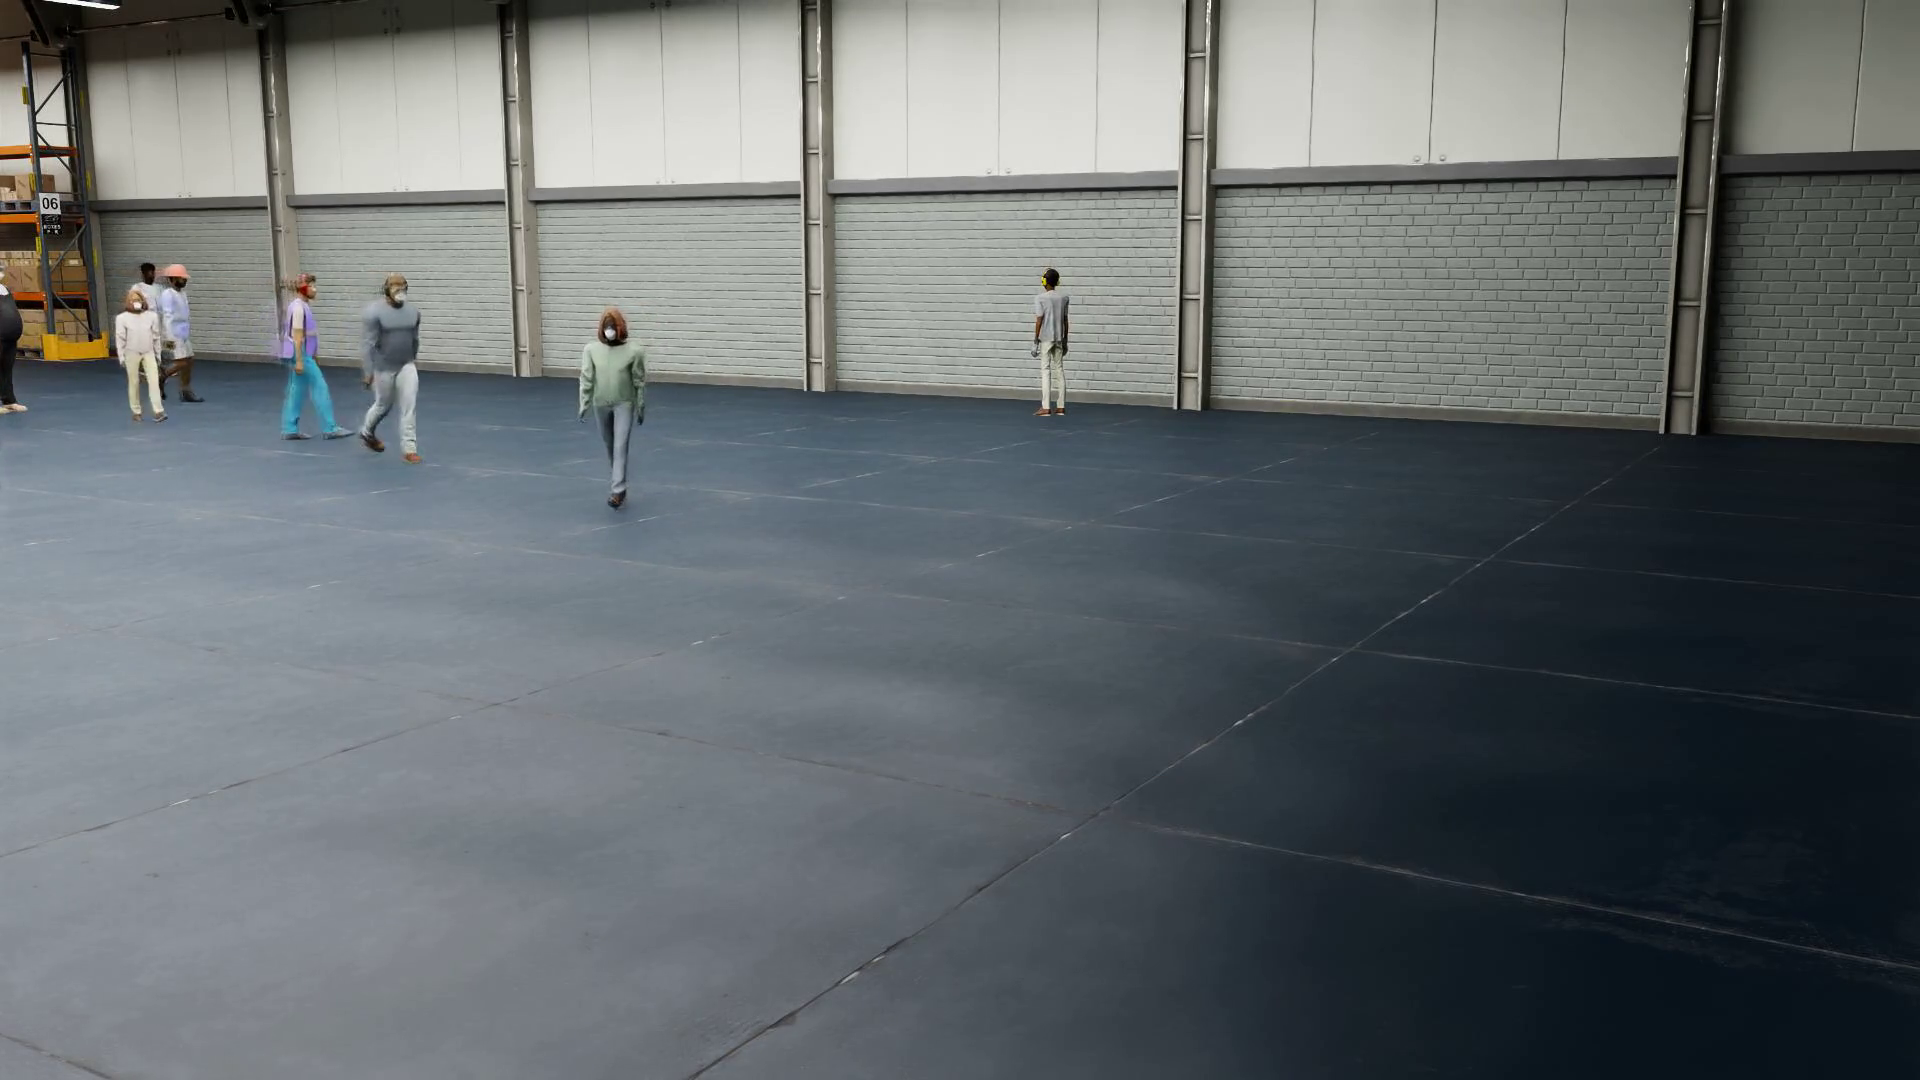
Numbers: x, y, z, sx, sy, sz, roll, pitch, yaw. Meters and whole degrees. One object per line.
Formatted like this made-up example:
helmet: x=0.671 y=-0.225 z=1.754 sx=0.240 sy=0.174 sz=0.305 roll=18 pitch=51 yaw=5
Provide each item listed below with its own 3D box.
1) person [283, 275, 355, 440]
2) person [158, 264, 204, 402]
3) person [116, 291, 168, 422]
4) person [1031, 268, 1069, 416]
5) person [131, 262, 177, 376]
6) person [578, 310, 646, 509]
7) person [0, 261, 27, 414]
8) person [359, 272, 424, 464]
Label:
person: x=-7.093 y=-1.998 z=18.309 sx=0.847 sy=1.811 sz=0.586 roll=-4 pitch=10 yaw=-20
person: x=-10.820 y=-2.832 z=22.896 sx=0.571 sy=1.923 sz=0.551 roll=-1 pitch=10 yaw=-3
person: x=-9.942 y=-2.217 z=20.213 sx=0.519 sy=1.599 sz=0.800 roll=-8 pitch=12 yaw=-38
person: x=1.144 y=-2.508 z=21.121 sx=0.517 sy=1.873 sz=0.328 roll=-5 pitch=11 yaw=-27
person: x=-13.712 y=-3.730 z=28.146 sx=0.988 sy=1.923 sz=0.617 roll=4 pitch=10 yaw=20
person: x=-2.804 y=-1.054 z=13.442 sx=0.495 sy=1.585 sz=0.872 roll=1 pitch=10 yaw=3
person: x=-12.367 y=-2.647 z=21.437 sx=0.537 sy=2.000 sz=0.682 roll=1 pitch=10 yaw=4
person: x=-5.665 y=-1.703 z=16.428 sx=0.928 sy=1.887 sz=0.643 roll=9 pitch=13 yaw=42
